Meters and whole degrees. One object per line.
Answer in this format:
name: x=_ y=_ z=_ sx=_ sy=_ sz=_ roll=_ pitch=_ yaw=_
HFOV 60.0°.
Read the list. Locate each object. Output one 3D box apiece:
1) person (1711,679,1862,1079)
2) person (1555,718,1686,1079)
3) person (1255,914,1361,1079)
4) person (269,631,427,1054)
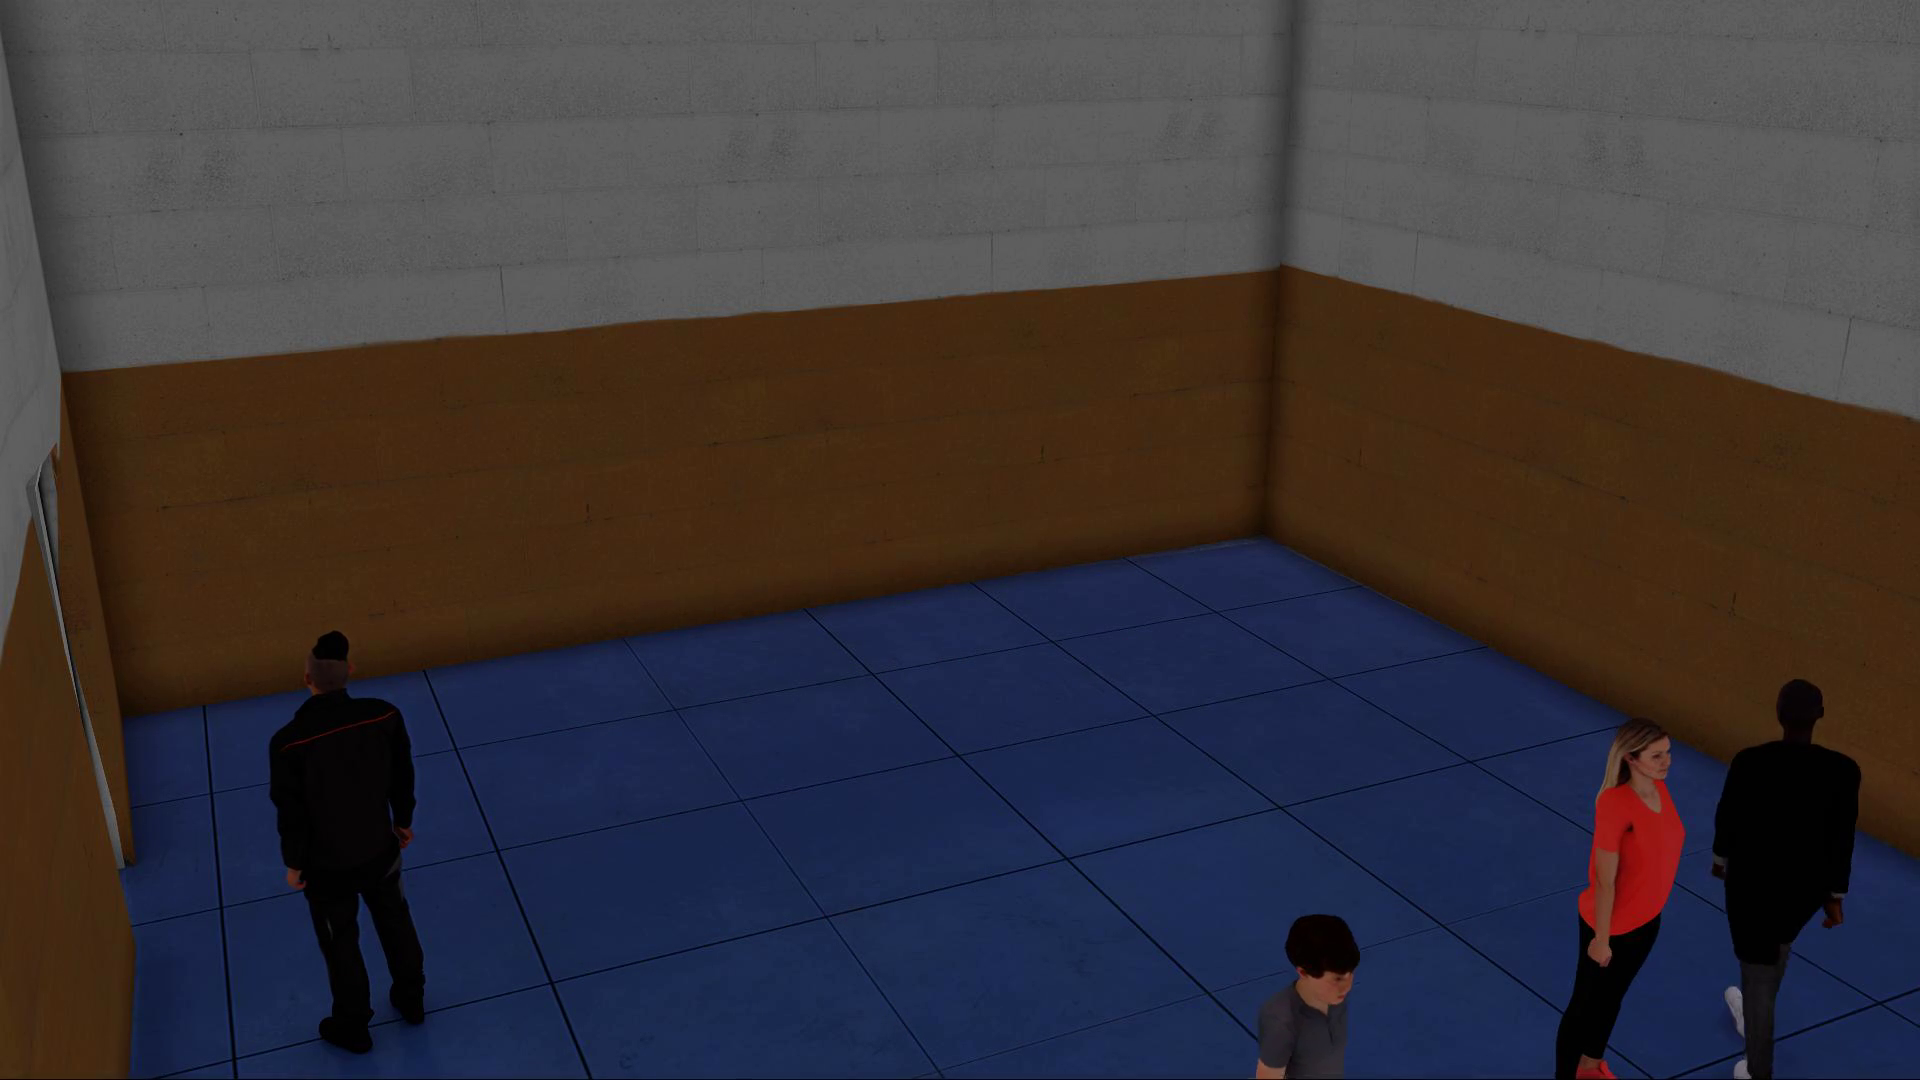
person: x=3.239 y=1.435 z=6.554 sx=1.016 sy=1.732 sz=0.970 roll=1 pitch=19 yaw=3
person: x=2.564 y=1.475 z=6.497 sx=0.569 sy=1.693 sz=0.715 roll=-17 pitch=25 yaw=-40
person: x=1.000 y=1.898 z=5.352 sx=1.144 sy=1.610 sz=0.913 roll=-16 pitch=25 yaw=-40
person: x=-2.537 y=1.234 z=6.911 sx=0.900 sy=1.862 sz=0.700 roll=17 pitch=25 yaw=41
